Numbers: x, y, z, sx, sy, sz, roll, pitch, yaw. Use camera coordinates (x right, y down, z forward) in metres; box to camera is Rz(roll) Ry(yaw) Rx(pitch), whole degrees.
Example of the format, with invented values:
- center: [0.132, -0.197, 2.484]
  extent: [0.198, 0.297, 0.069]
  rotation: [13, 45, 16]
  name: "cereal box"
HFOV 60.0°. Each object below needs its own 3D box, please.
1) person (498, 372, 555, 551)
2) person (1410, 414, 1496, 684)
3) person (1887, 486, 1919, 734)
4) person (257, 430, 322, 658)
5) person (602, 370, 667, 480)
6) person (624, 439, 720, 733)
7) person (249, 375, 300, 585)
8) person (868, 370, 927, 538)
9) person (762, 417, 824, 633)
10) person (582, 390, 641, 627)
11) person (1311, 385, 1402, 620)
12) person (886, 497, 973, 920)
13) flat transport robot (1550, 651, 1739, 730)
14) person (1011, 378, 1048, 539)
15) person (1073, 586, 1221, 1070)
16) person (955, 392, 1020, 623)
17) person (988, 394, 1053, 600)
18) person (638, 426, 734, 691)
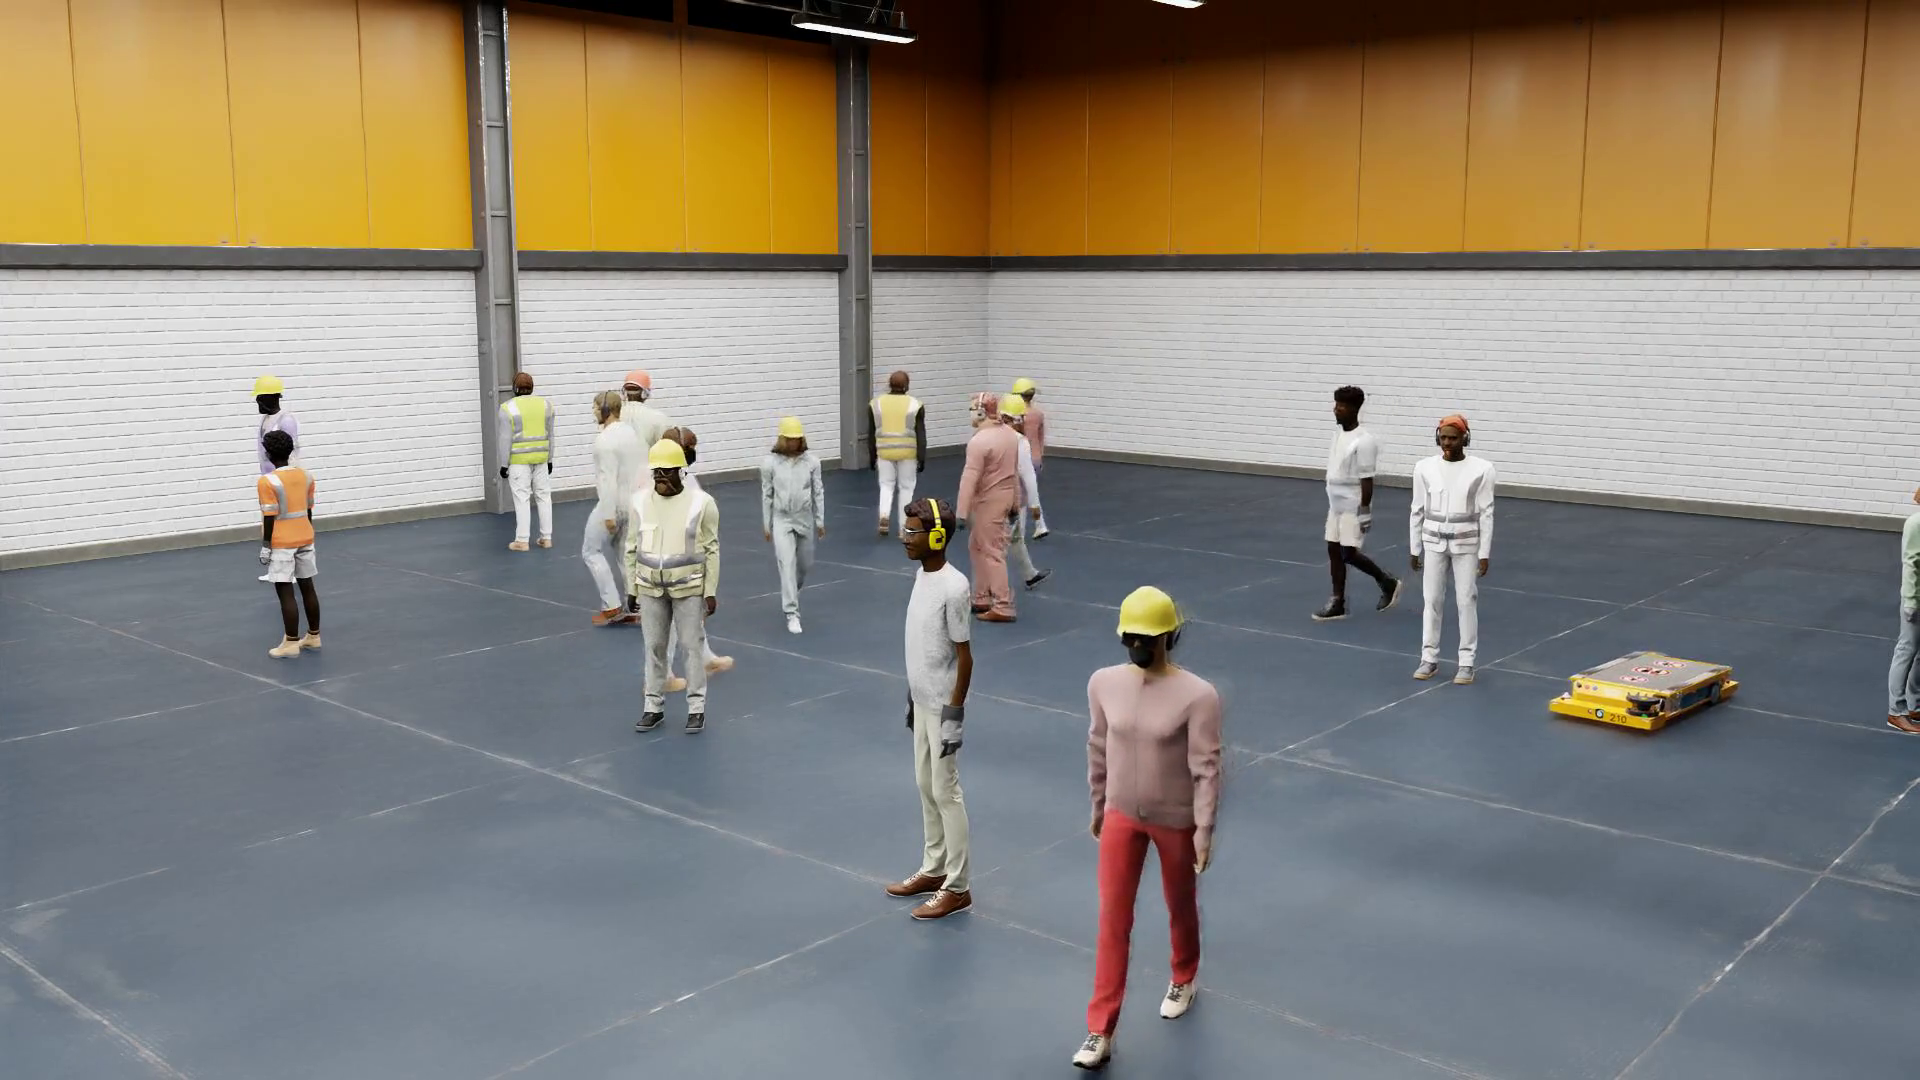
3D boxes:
- center: [-4.480, -0.811, 17.176]
  extent: [0.624, 1.844, 0.430]
  rotation: [-9, 12, -43]
  name: "person"
- center: [3.414, 0.059, 11.592]
  extent: [0.569, 1.882, 0.338]
  rotation: [5, 10, 29]
  name: "person"
- center: [6.033, 0.377, 10.363]
  extent: [0.498, 1.634, 0.278]
  rotation: [-6, 11, -31]
  name: "person"
- center: [-4.998, 0.028, 12.363]
  extent: [0.318, 1.693, 0.539]
  rotation: [3, 10, 18]
  name: "person"
- center: [-2.945, -0.557, 15.197]
  extent: [0.633, 1.971, 0.450]
  rotation: [1, 9, 4]
  name: "person"
- center: [-1.791, 0.287, 10.307]
  extent: [0.599, 1.832, 0.404]
  rotation: [1, 9, 7]
  name: "person"
- center: [-6.263, -0.547, 15.245]
  extent: [0.375, 1.925, 0.595]
  rotation: [-9, 13, -44]
  name: "person"
- center: [-0.670, -0.909, 17.836]
  extent: [0.643, 1.823, 0.540]
  rotation: [1, 9, 9]
  name: "person"
- center: [-1.362, -0.155, 13.471]
  extent: [0.495, 1.719, 0.785]
  rotation: [-3, 10, -19]
  name: "person"
- center: [-2.813, -0.249, 13.405]
  extent: [0.537, 1.919, 0.624]
  rotation: [2, 9, 15]
  name: "person"
- center: [3.255, -0.299, 13.607]
  extent: [0.644, 1.952, 0.603]
  rotation: [-2, 9, -13]
  name: "person"
- center: [-0.125, 0.736, 7.372]
  extent: [0.315, 1.870, 0.533]
  rotation: [-4, 10, -22]
  name: "person"
- center: [4.513, 0.968, 10.919]
  extent: [0.652, 0.197, 1.431]
  rotation: [9, 13, 44]
  name: "flat transport robot"
- center: [0.653, -0.825, 17.531]
  extent: [0.374, 1.763, 0.535]
  rotation: [7, 11, 37]
  name: "person"
- center: [0.695, 1.013, 6.089]
  extent: [0.542, 1.712, 0.903]
  rotation: [4, 10, 26]
  name: "person"
- center: [0.142, -0.268, 13.612]
  extent: [0.719, 1.880, 0.687]
  rotation: [5, 10, 27]
  name: "person"
- center: [0.498, -0.383, 14.662]
  extent: [0.905, 1.784, 0.624]
  rotation: [-5, 11, -31]
  name: "person"
- center: [-1.824, 0.122, 11.421]
  extent: [0.851, 1.805, 0.646]
  rotation: [-7, 11, -36]
  name: "person"
